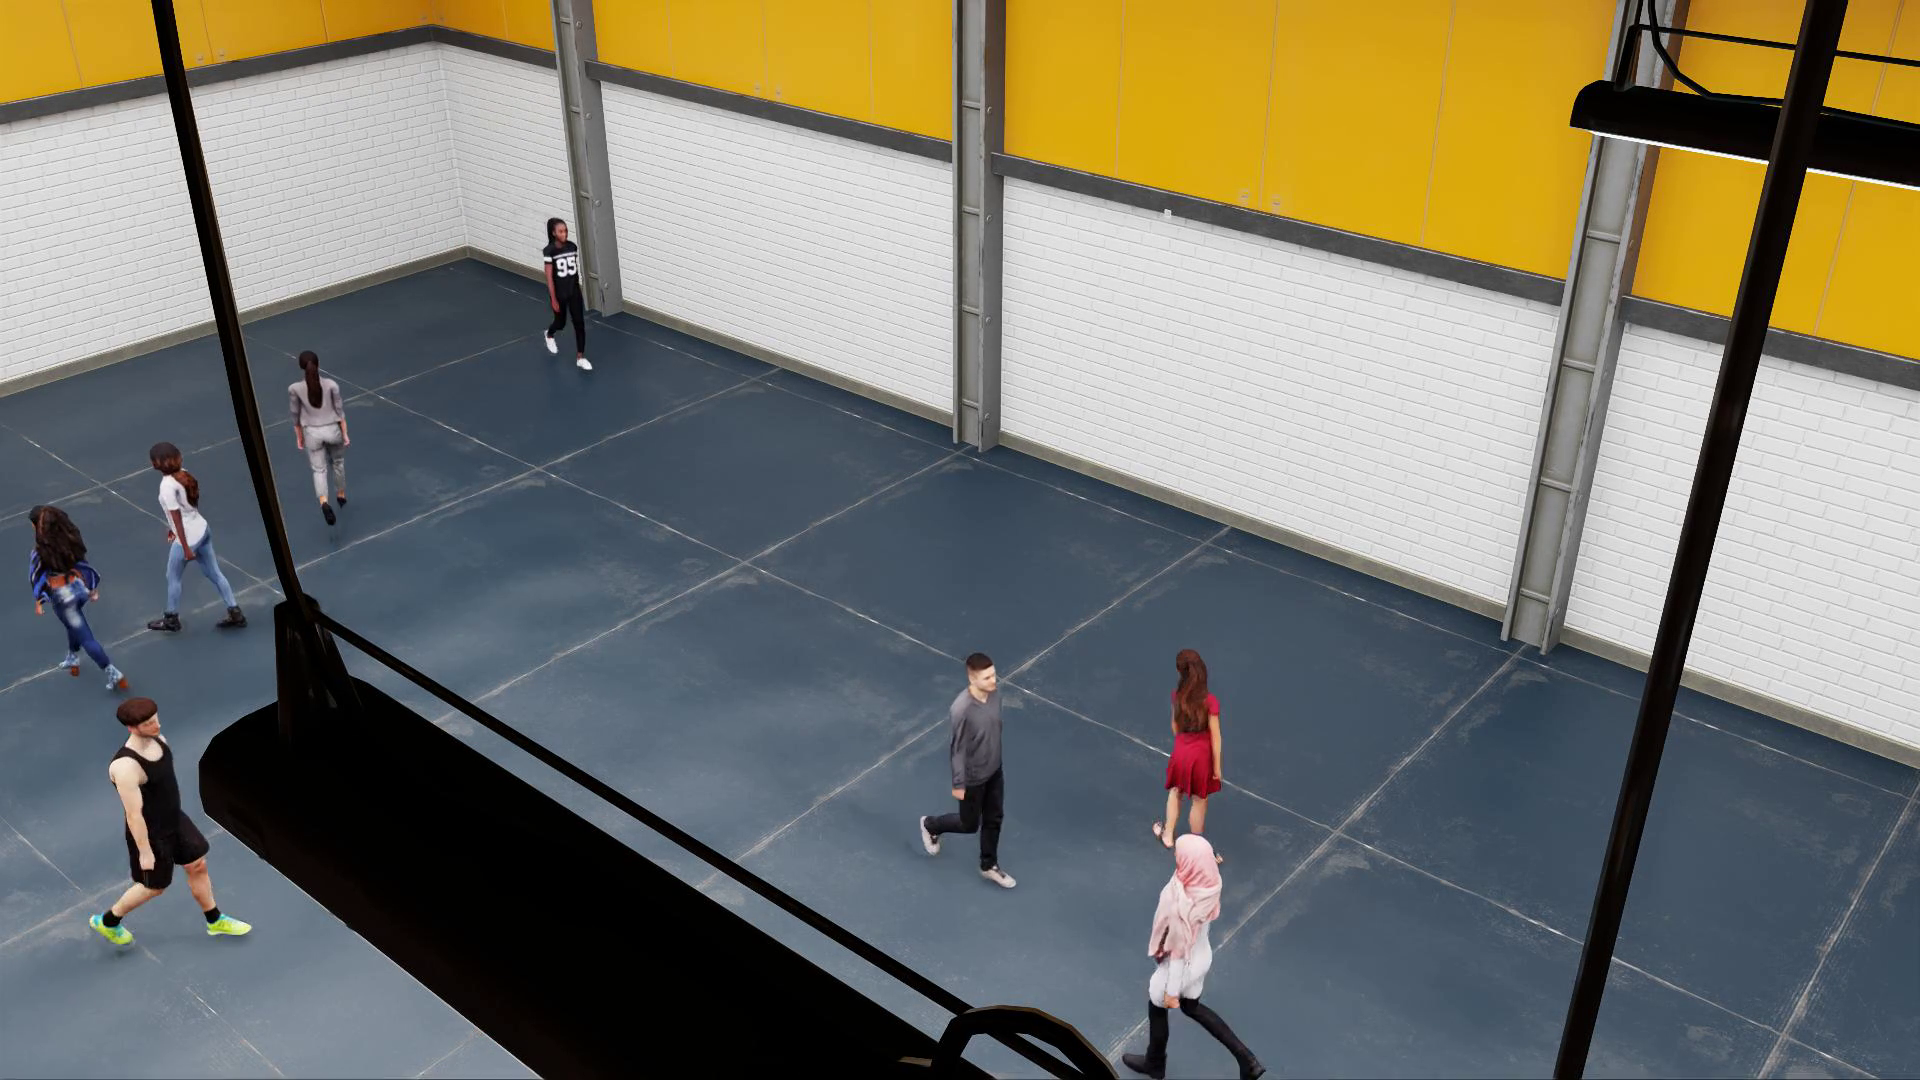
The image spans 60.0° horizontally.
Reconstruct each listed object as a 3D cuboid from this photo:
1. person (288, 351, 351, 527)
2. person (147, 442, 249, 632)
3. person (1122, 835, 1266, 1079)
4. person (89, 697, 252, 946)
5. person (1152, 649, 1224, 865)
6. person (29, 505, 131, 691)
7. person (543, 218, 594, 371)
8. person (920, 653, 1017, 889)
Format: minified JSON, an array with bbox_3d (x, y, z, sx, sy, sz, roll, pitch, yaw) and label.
[{"bbox_3d":[-5.889,-0.905,15.358,0.950,1.650,1.123,-9,30,-16],"label":"person"},{"bbox_3d":[-6.226,-0.003,13.663,1.076,1.688,0.986,-2,29,-3],"label":"person"},{"bbox_3d":[1.321,2.391,9.176,1.103,1.784,0.753,16,32,27],"label":"person"},{"bbox_3d":[-5.042,1.774,10.231,1.269,1.855,1.190,-2,29,-4],"label":"person"},{"bbox_3d":[1.590,1.474,11.127,0.787,1.525,0.569,-18,33,-29],"label":"person"},{"bbox_3d":[-6.844,0.481,12.884,1.094,1.587,0.839,11,30,19],"label":"person"},{"bbox_3d":[-4.496,-2.778,18.734,0.703,1.705,1.047,-24,36,-36],"label":"person"},{"bbox_3d":[0.053,1.478,10.892,0.975,1.744,0.665,19,34,31],"label":"person"}]
